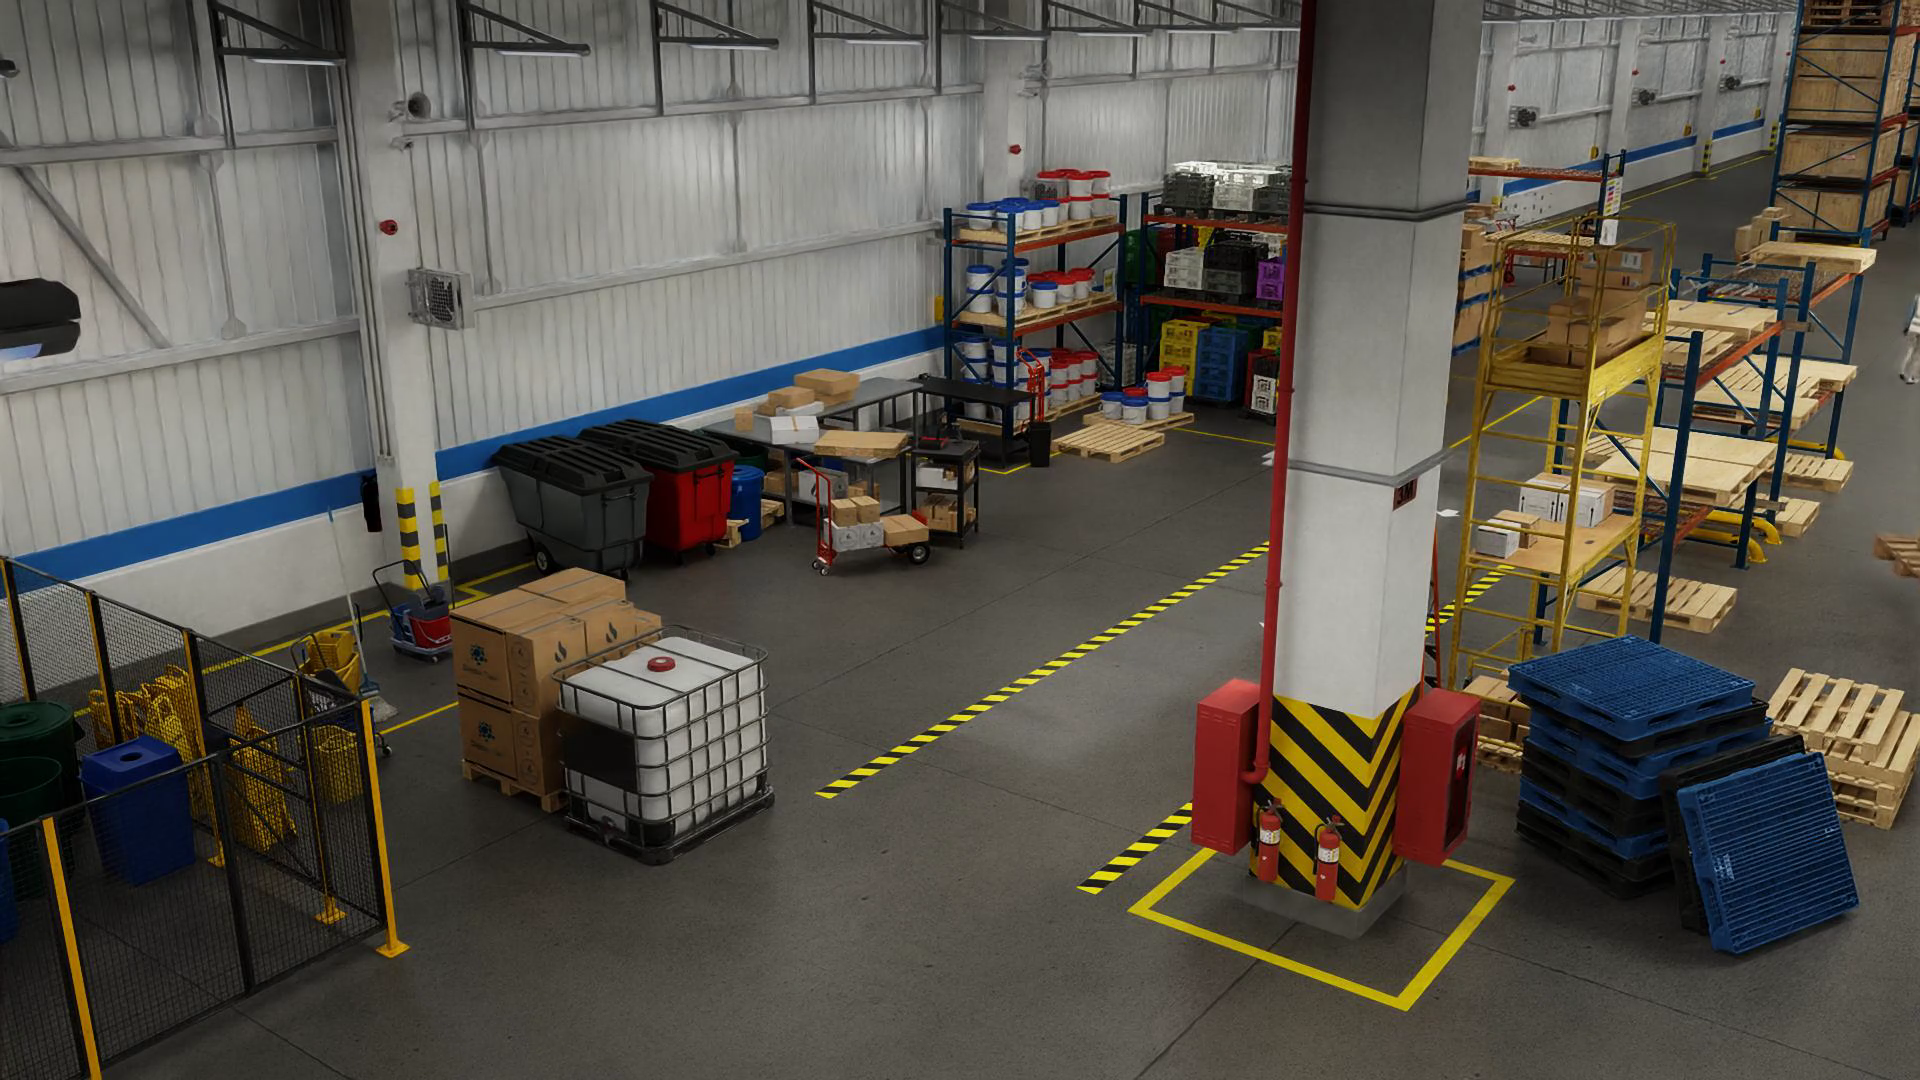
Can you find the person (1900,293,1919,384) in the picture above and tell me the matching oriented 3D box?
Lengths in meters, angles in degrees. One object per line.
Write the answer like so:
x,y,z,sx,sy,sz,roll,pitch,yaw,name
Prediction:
14.671,-3.175,25.321,0.372,1.621,0.537,-12,21,-32,person
